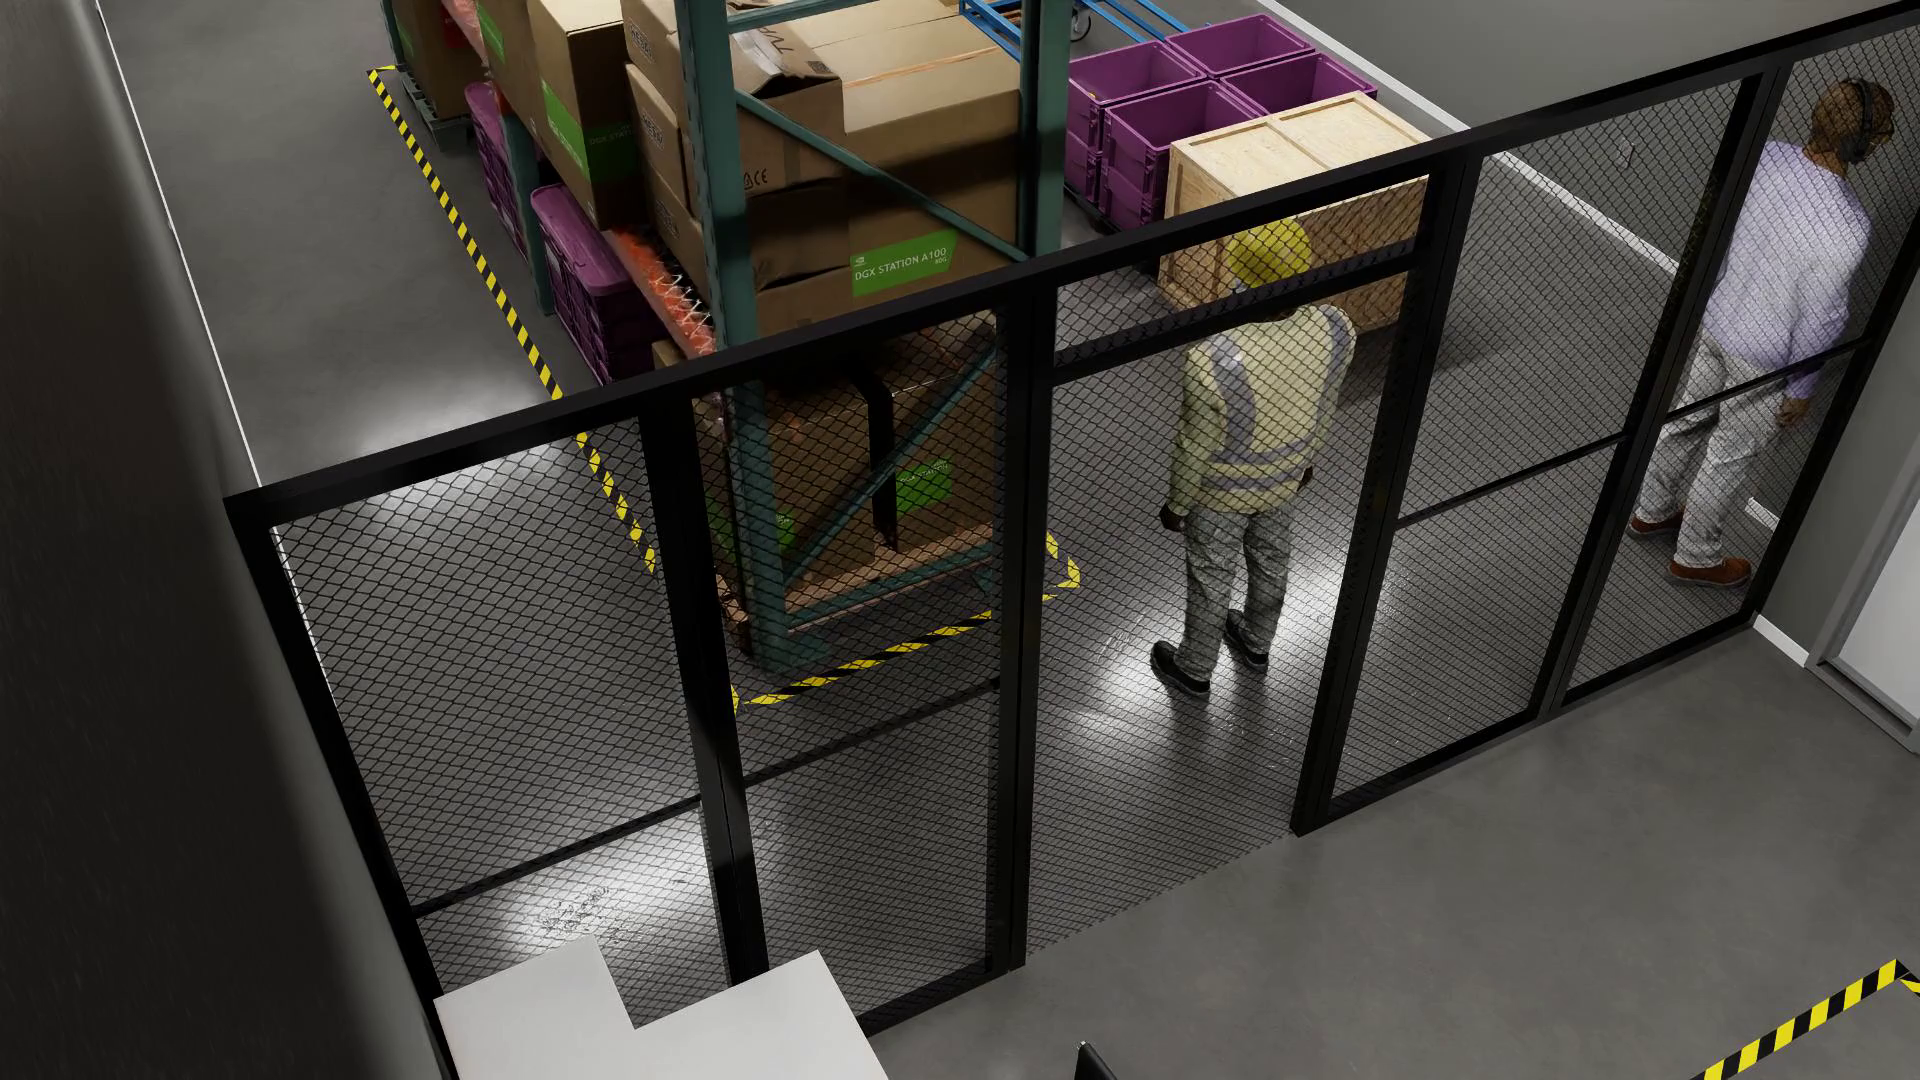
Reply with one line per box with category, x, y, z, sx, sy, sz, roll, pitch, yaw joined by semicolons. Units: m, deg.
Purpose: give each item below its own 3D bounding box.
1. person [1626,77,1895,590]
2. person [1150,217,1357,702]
person;2.725;-0.673;5.682;0.372;1.940;0.627;-8;43;-9
person;0.893;-0.228;5.272;0.589;1.833;0.404;-20;46;-20
